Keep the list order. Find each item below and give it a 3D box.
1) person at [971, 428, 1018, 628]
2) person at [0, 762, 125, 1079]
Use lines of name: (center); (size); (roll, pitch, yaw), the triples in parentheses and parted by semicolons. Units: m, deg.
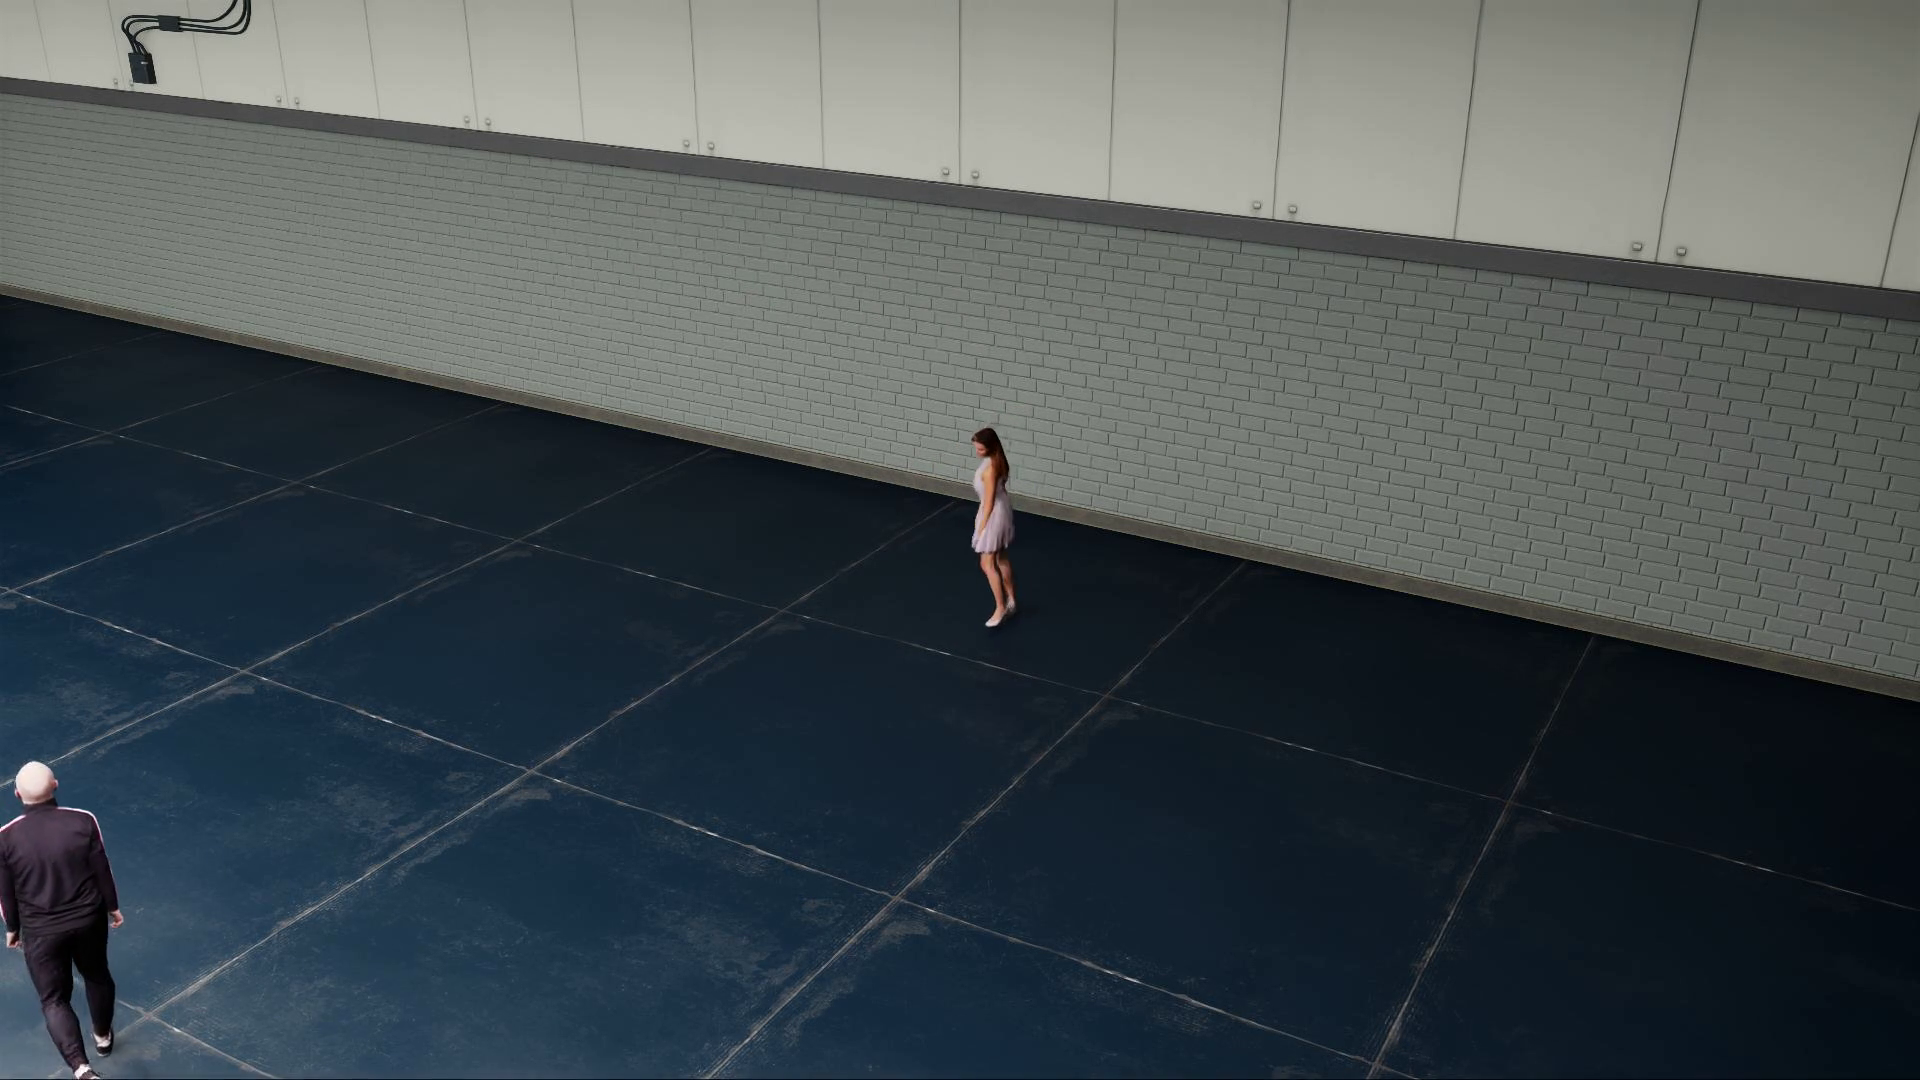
person: (0.323, -0.122, 13.432); (0.850, 1.731, 0.647); (9, 25, 20)
person: (-4.473, 2.002, 8.341); (1.146, 1.807, 1.018); (-16, 28, -33)
